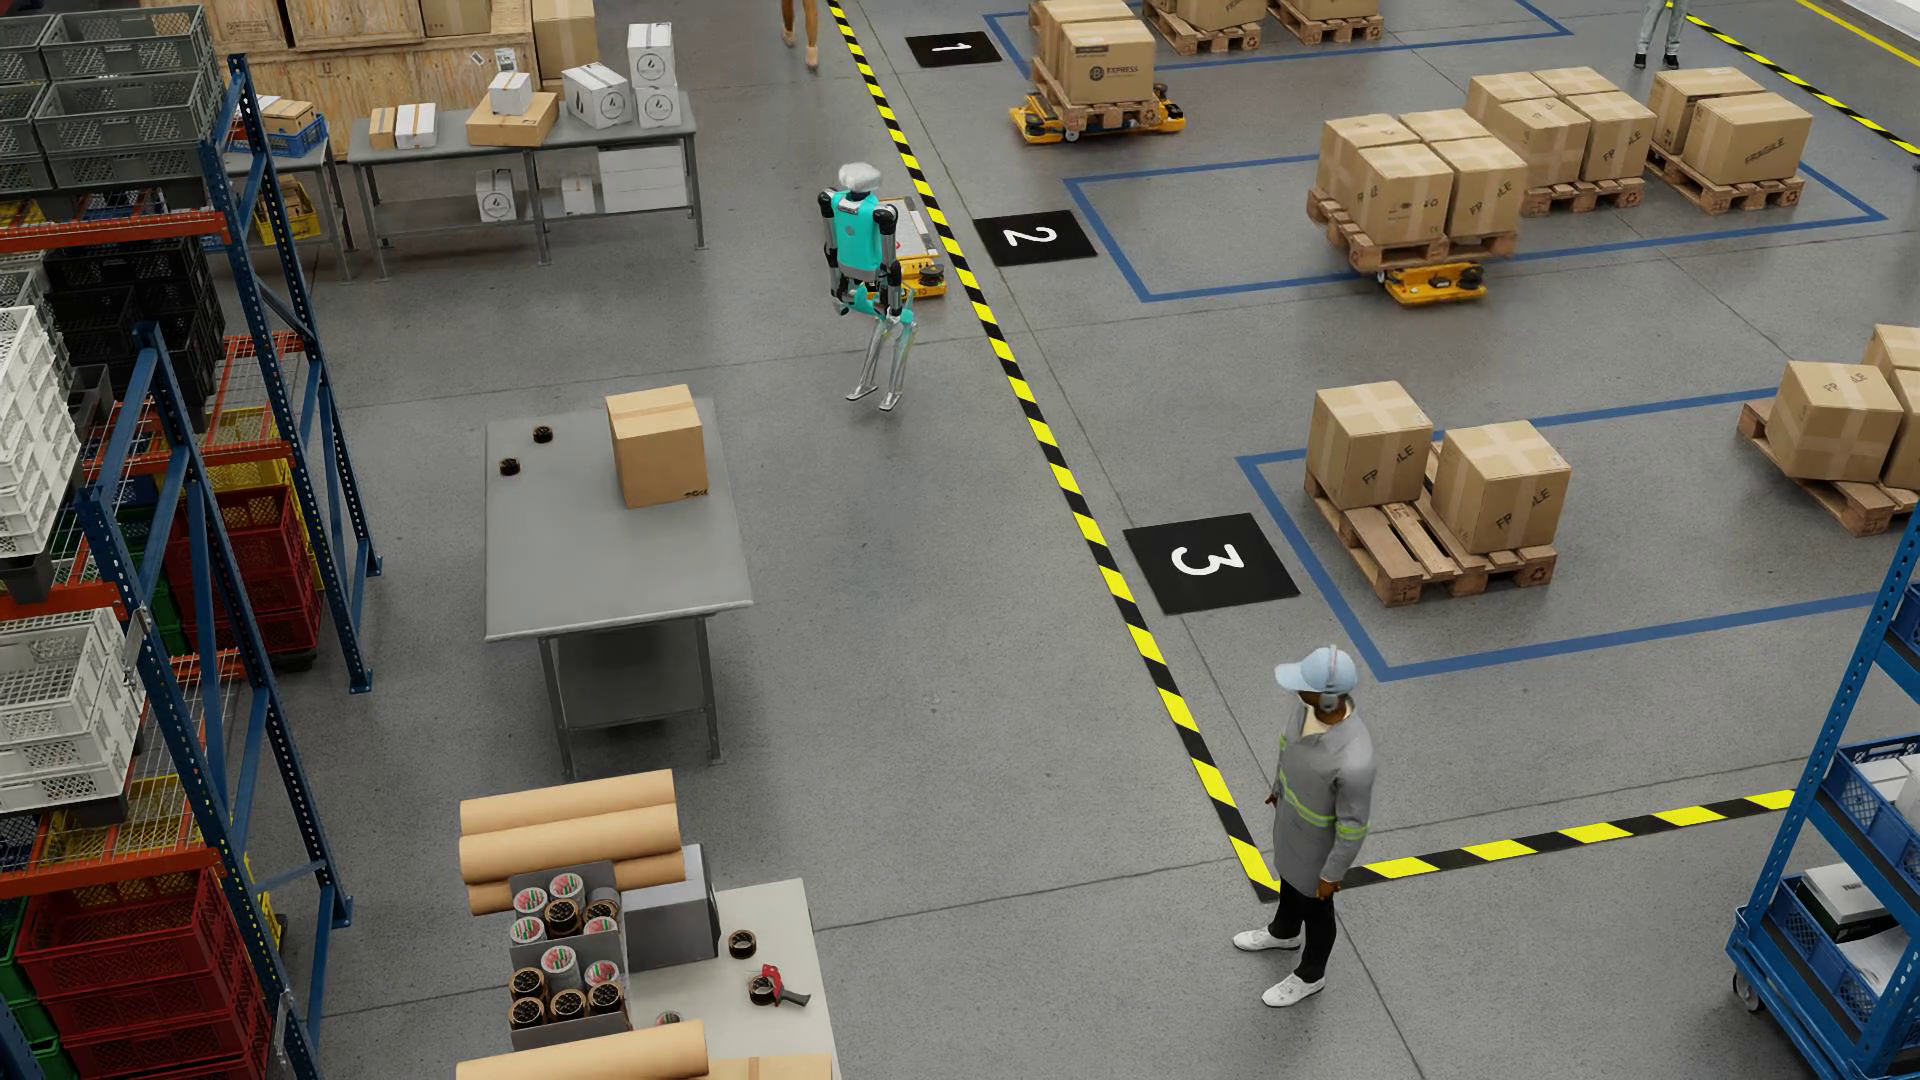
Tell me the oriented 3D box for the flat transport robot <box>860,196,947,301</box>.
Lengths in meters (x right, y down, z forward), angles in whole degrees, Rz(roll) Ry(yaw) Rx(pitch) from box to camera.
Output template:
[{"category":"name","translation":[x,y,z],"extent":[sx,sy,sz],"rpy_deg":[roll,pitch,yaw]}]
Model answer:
[{"category":"flat transport robot","translation":[-0.570,-2.220,12.538],"extent":[0.659,0.231,1.431],"rpy_deg":[-8,37,-10]}]

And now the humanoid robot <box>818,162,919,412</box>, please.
[{"category":"humanoid robot","translation":[-0.483,-1.628,10.399],"extent":[0.533,1.677,0.735],"rpy_deg":[20,41,25]}]

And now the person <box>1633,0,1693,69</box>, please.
[{"category":"person","translation":[6.633,-5.258,15.309],"extent":[0.602,1.830,0.404],"rpy_deg":[3,37,4]}]

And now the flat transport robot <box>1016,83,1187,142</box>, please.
[{"category":"flat transport robot","translation":[1.207,-3.753,14.575],"extent":[1.431,0.197,0.652],"rpy_deg":[-8,37,-10]}]

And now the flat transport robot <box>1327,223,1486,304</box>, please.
[{"category":"flat transport robot","translation":[3.333,-2.216,12.508],"extent":[0.652,0.197,1.431],"rpy_deg":[-8,37,-10]}]

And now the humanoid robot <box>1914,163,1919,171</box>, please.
[{"category":"humanoid robot","translation":[8.193,-3.537,13.166],"extent":[0.585,1.621,0.791],"rpy_deg":[-13,39,-17]}]

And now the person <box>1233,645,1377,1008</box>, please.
[{"category":"person","translation":[1.382,1.147,6.686],"extent":[0.385,1.849,0.596],"rpy_deg":[-8,37,-11]}]

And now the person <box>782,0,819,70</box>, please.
[{"category":"person","translation":[-1.514,-5.444,15.435],"extent":[0.637,1.987,1.047],"rpy_deg":[-8,37,-10]}]
